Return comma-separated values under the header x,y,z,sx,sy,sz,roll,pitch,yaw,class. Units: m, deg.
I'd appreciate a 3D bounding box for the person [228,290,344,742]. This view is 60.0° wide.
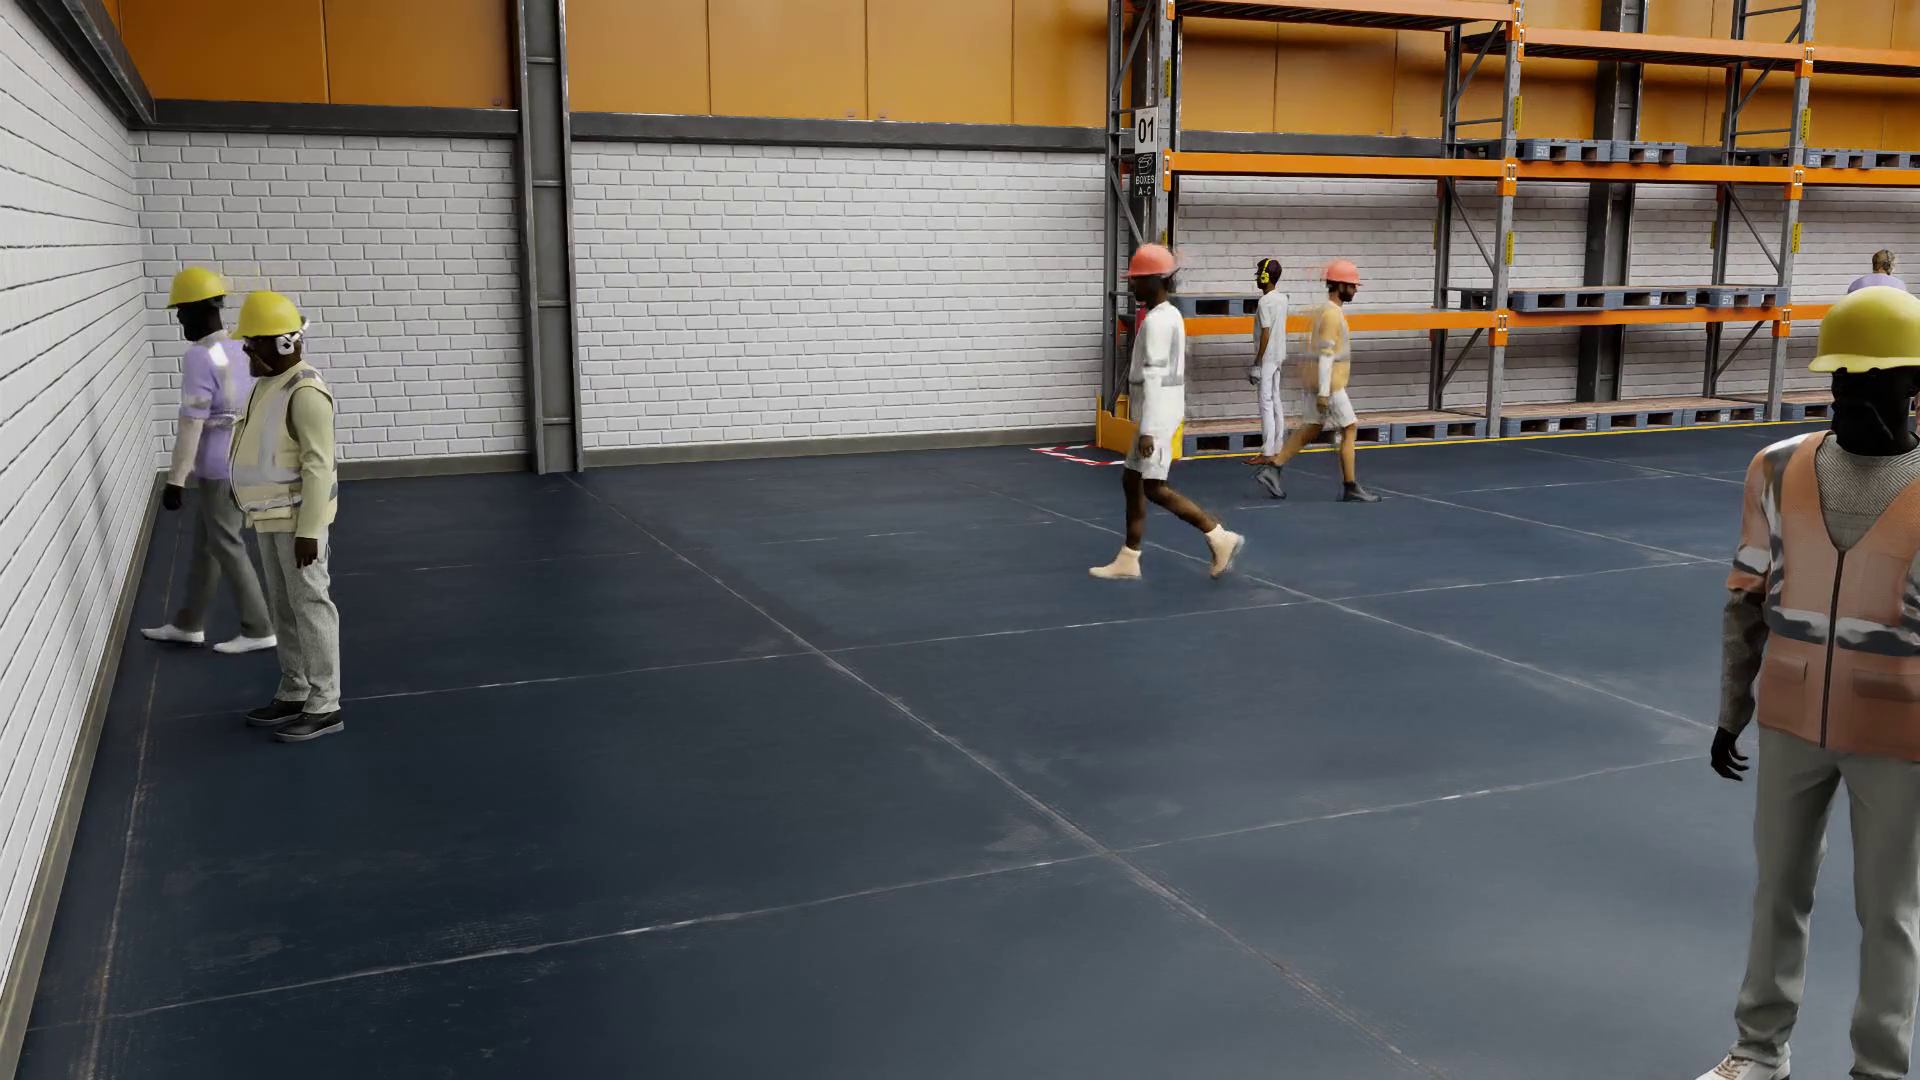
x,y,z,sx,sy,sz,roll,pitch,yaw,class
-2.758,-0.098,6.802,0.404,1.828,0.587,-9,13,-40,person

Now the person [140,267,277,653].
x,y,z,sx,sy,sz,roll,pitch,yaw,class
-3.746,-0.368,8.111,0.752,1.891,0.624,-1,10,-4,person

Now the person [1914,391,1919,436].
x,y,z,sx,sy,sz,roll,pitch,yaw,class
4.906,-0.383,8.162,0.406,1.911,0.639,2,10,11,person

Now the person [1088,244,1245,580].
x,y,z,sx,sy,sz,roll,pitch,yaw,class
1.225,-0.720,9.764,0.868,2.018,0.616,2,10,11,person

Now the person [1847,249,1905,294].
x,y,z,sx,sy,sz,roll,pitch,yaw,class
9.973,-2.187,18.142,0.373,1.935,0.627,-6,12,-31,person

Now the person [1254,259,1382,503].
x,y,z,sx,sy,sz,roll,pitch,yaw,class
2.795,-1.226,12.929,0.935,1.899,0.545,1,10,5,person

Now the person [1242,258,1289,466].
x,y,z,sx,sy,sz,roll,pitch,yaw,class
2.772,-1.603,15.061,0.328,1.873,0.520,7,12,32,person

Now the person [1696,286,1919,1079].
x,y,z,sx,sy,sz,roll,pitch,yaw,class
1.981,0.405,3.717,0.367,1.926,0.594,-9,13,-40,person
